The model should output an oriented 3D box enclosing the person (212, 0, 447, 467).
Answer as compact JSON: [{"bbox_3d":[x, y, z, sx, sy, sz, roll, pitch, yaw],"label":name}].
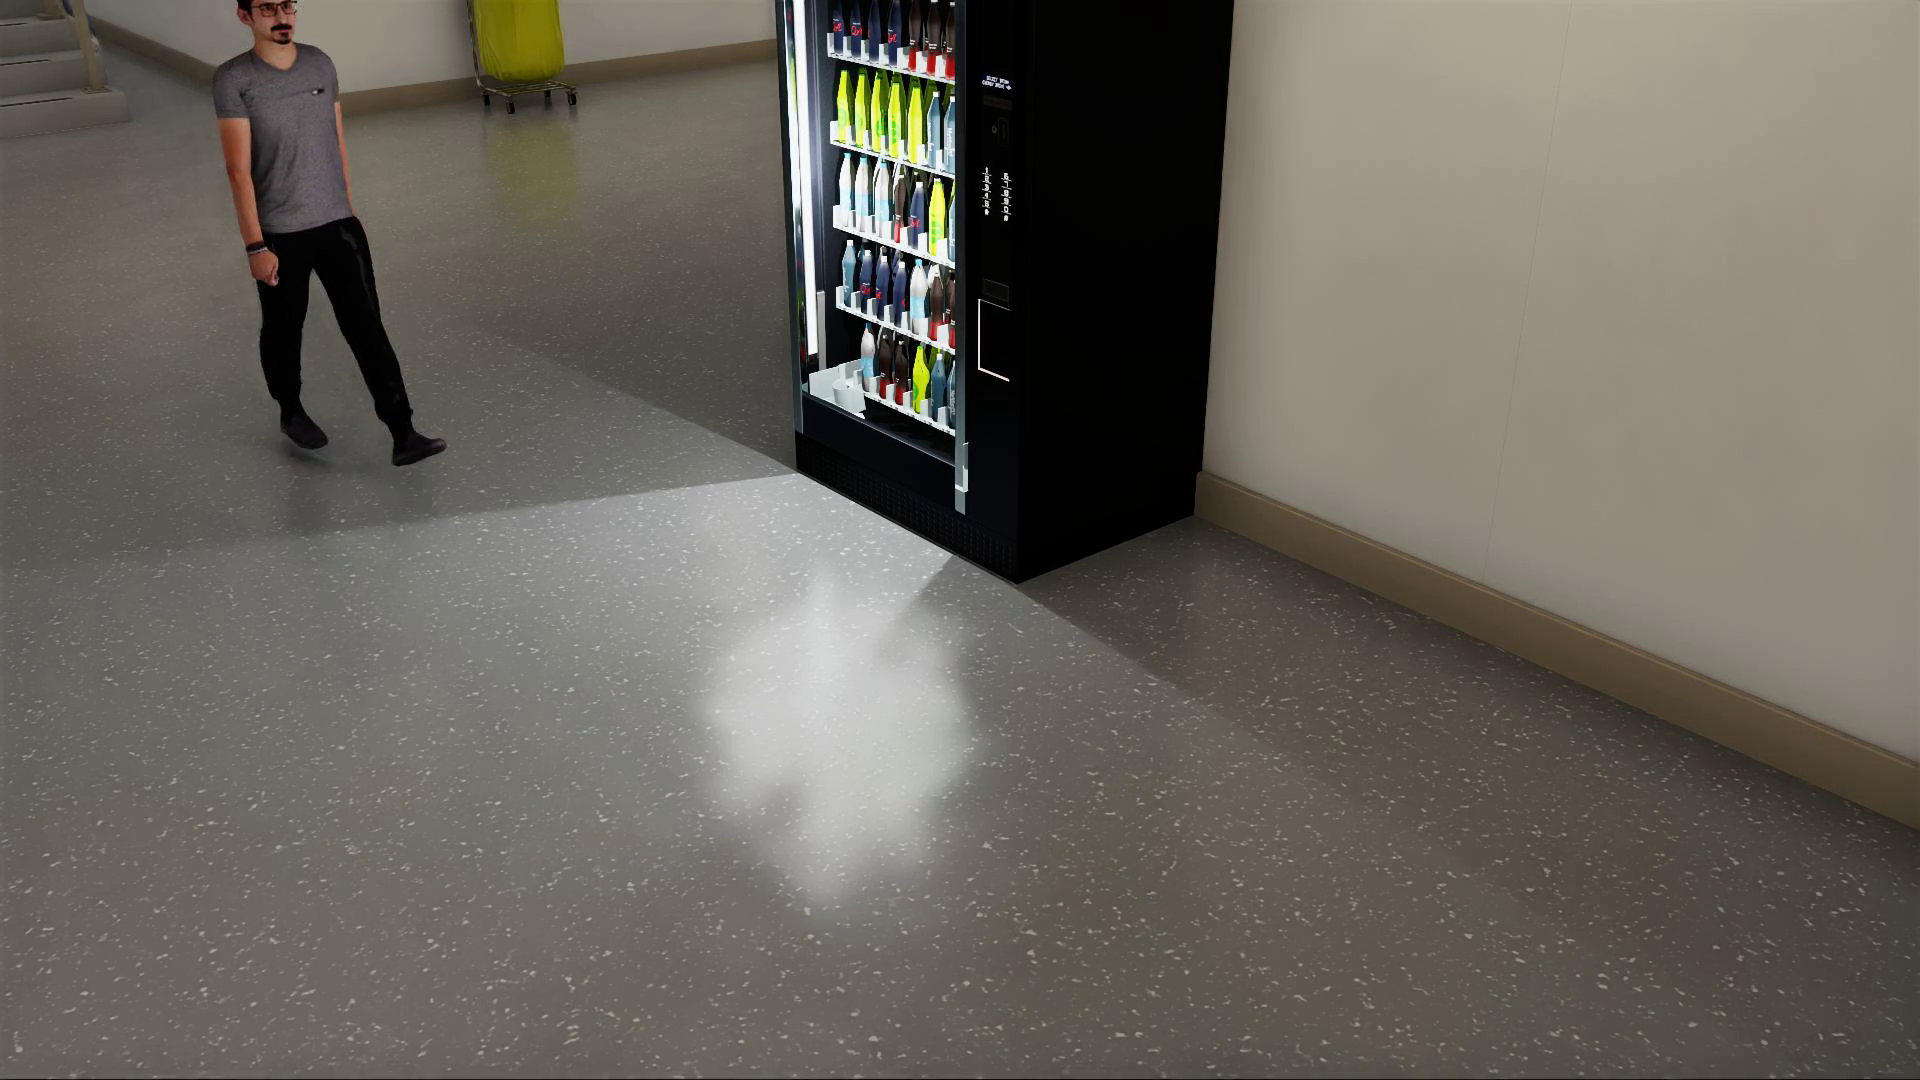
[{"bbox_3d":[-2.354,-1.090,5.853,1.161,1.710,0.752,22,33,38],"label":"person"}]
